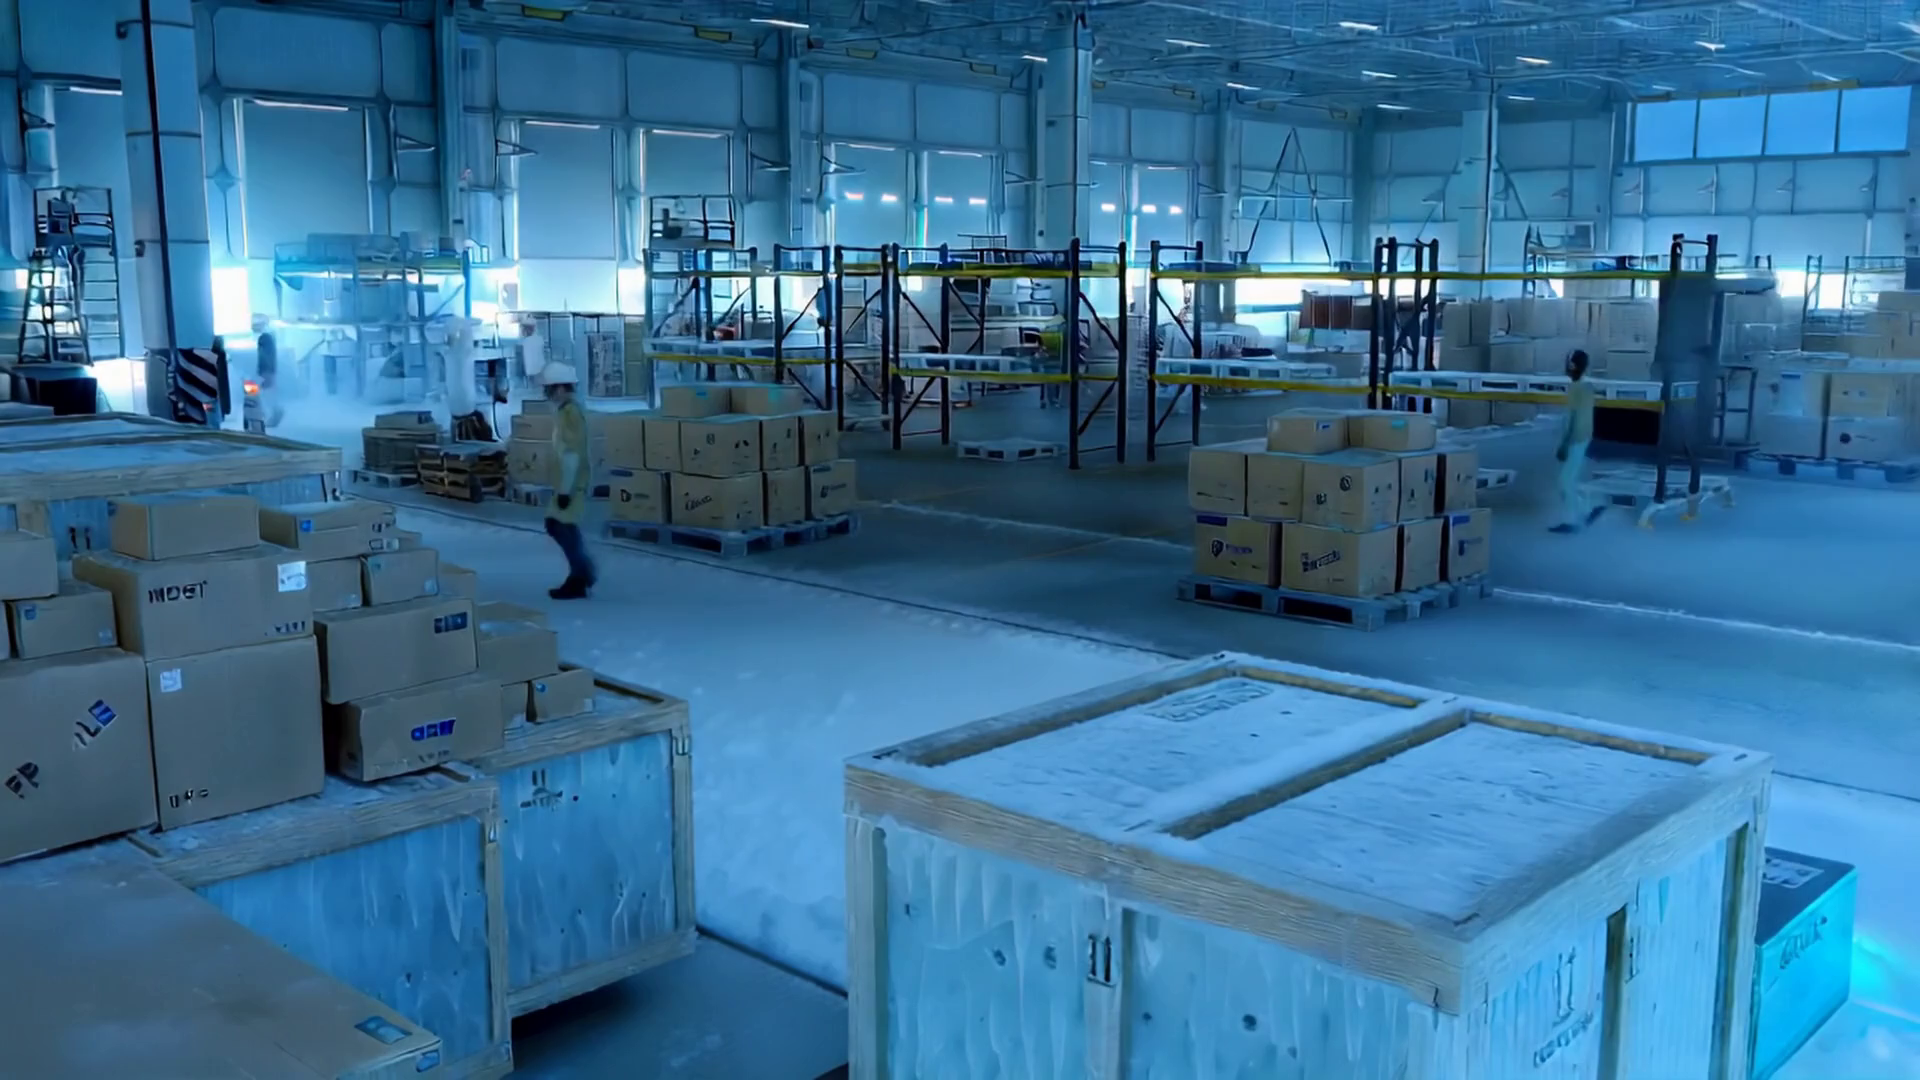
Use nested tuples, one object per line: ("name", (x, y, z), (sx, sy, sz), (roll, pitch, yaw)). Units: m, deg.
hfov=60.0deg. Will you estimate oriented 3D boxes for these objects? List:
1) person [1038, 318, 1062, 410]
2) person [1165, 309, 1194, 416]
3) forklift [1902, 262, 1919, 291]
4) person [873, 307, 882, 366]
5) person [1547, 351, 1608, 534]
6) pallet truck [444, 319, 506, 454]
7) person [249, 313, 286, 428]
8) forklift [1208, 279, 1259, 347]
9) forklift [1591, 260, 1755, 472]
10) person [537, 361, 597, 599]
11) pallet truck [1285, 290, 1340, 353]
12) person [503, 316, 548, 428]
("person", (1.721, -3.329, 31.474), (0.484, 1.735, 0.335), (-5, 10, -27))
("person", (3.996, -3.221, 30.183), (0.628, 1.936, 0.375), (-5, 10, -26))
("forklift", (22.655, -5.227, 39.591), (1.873, 2.768, 1.129), (9, 13, 43))
("person", (-2.171, -5.395, 44.454), (0.312, 1.633, 0.520), (0, 9, -3))
("person", (6.201, -0.966, 16.628), (0.468, 1.847, 0.524), (7, 12, 36))
("pallet truck", (-6.981, -1.942, 22.150), (1.885, 1.965, 0.823), (1, 9, 9))
("person", (-11.584, -2.810, 27.716), (0.406, 1.924, 0.563), (-3, 10, -19))
("forklift", (7.277, -6.285, 46.082), (1.873, 2.768, 1.129), (9, 13, 43))
("forklift", (9.598, -2.408, 22.309), (1.873, 2.768, 1.129), (9, 13, 43))
("person", (-3.176, -0.469, 13.330), (0.400, 1.926, 0.566), (-3, 10, -16))
("pallet truck", (11.297, -6.951, 52.861), (1.885, 1.965, 0.823), (-5, 11, -29))
("person", (-7.122, -2.805, 27.839), (1.008, 1.877, 0.592), (0, 9, 0))
